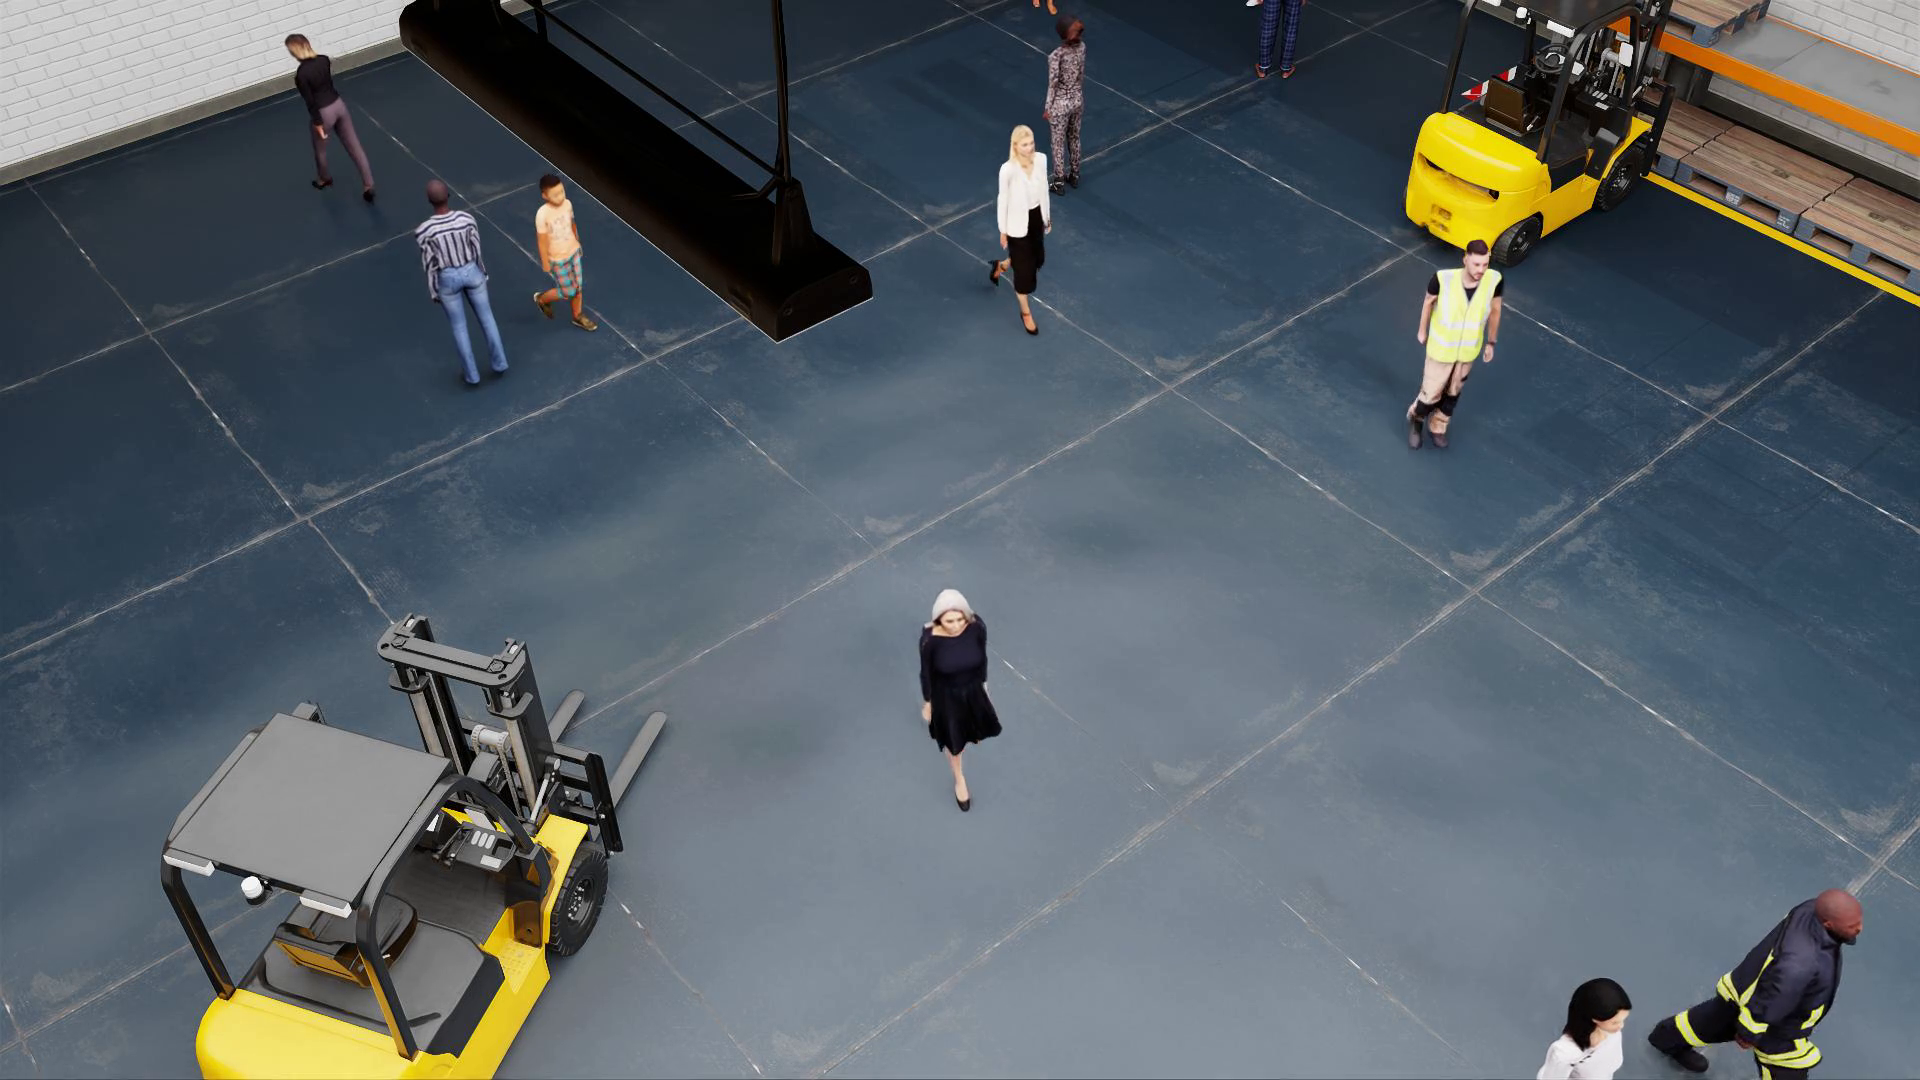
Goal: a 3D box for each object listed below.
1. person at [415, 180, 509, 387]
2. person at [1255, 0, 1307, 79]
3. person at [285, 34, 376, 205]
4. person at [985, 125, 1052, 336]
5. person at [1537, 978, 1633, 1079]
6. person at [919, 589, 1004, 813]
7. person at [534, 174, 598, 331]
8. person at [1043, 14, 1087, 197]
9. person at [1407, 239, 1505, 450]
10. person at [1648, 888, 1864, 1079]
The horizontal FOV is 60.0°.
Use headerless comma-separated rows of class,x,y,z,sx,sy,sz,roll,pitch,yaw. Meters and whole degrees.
person,-3.844,-1.966,12.820,0.634,1.791,0.568,-25,49,-24
person,3.212,-5.454,16.460,0.751,1.819,0.823,6,44,7
person,-5.508,-3.687,14.746,1.012,1.626,0.824,23,48,23
person,0.469,-2.532,13.377,0.651,1.842,0.962,-27,50,-25
person,2.930,2.638,8.052,0.620,1.701,0.548,-32,52,-29
person,-0.049,0.888,9.869,0.777,1.730,0.937,-15,46,-15
person,-3.265,-2.320,13.437,0.802,1.452,0.679,20,47,20
person,0.947,-3.904,14.907,0.567,1.717,0.538,-29,51,-27
person,3.642,-1.485,12.286,0.857,1.830,0.907,-1,44,-1
person,4.026,2.269,8.380,1.271,1.783,0.963,25,49,24
